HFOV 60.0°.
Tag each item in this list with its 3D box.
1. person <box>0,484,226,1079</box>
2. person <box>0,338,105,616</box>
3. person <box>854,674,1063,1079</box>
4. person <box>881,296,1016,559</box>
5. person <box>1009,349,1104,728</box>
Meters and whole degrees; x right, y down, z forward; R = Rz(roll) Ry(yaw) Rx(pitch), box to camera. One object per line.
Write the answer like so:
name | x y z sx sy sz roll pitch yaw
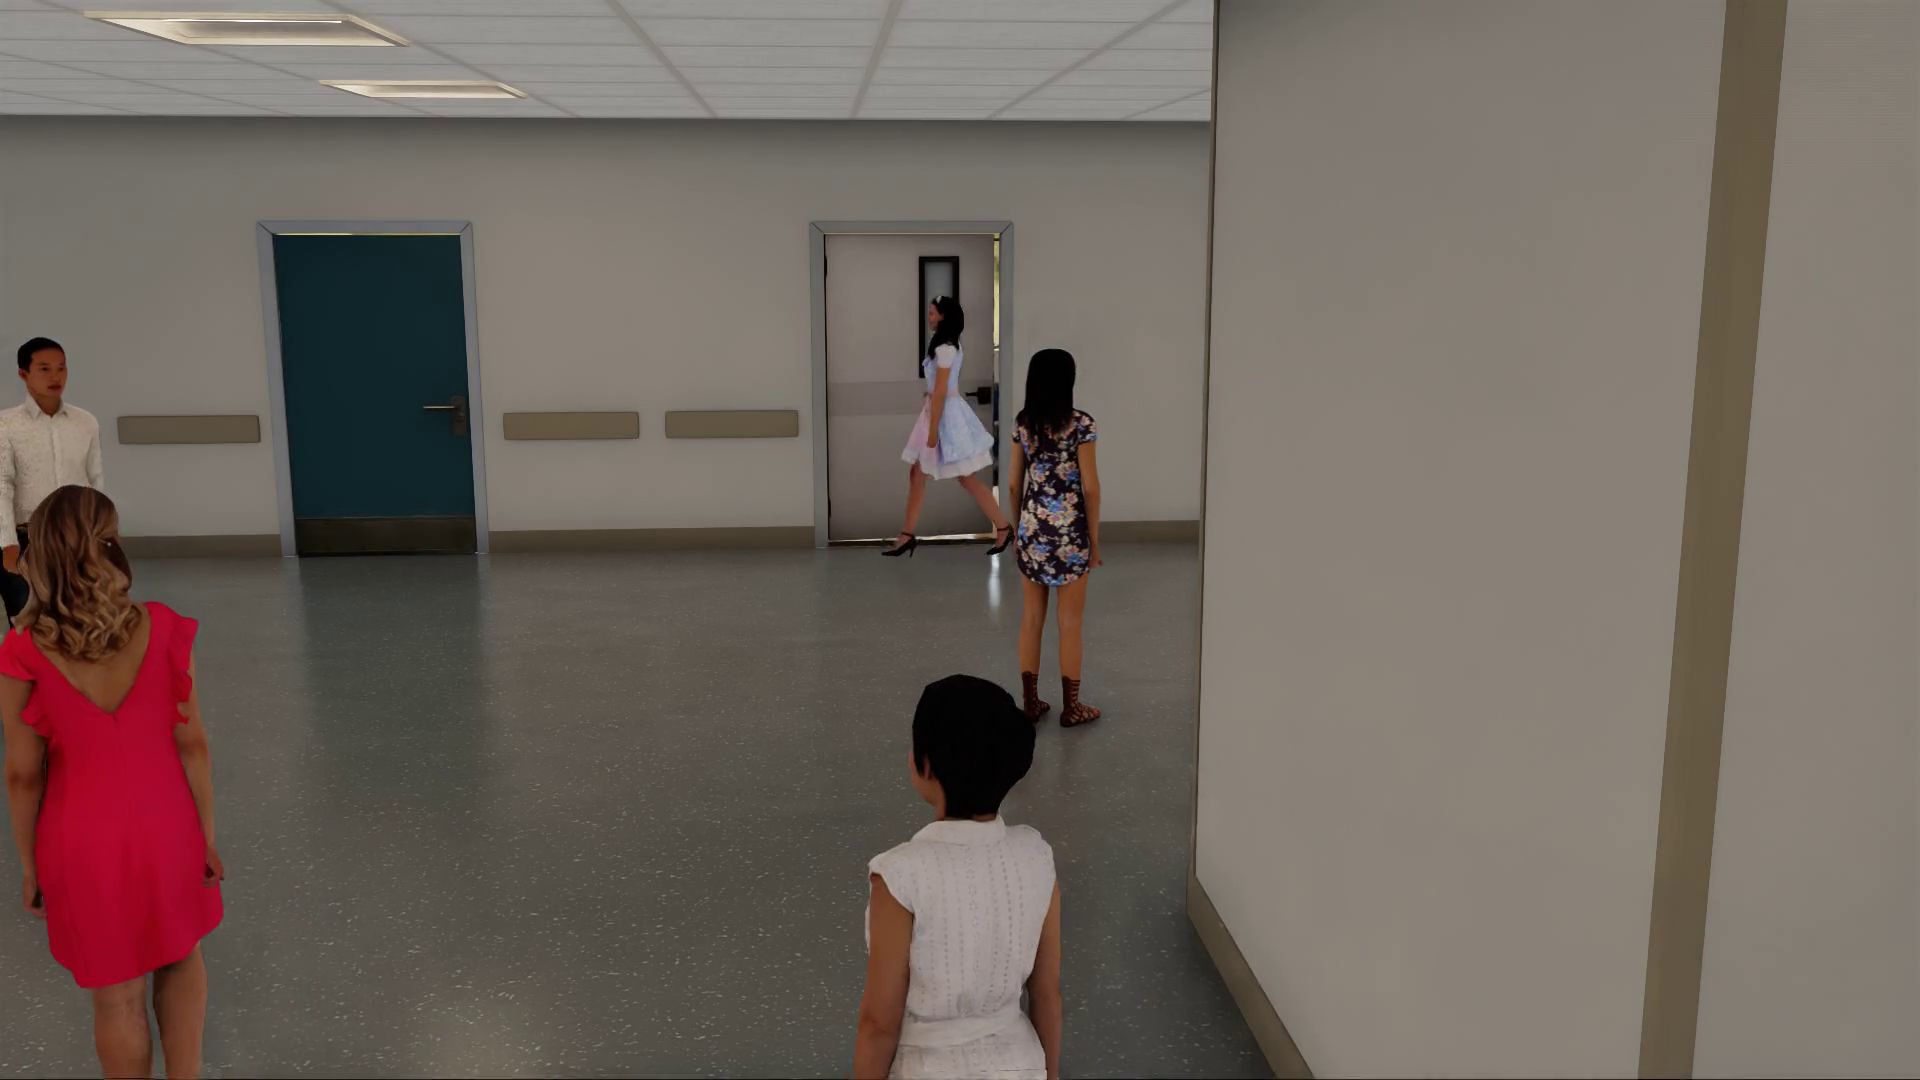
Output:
person | -1.883 0.732 3.765 0.769 1.718 0.805 -7 13 -31
person | -4.026 0.039 7.289 1.194 1.766 1.192 10 15 43
person | 0.032 1.008 2.796 0.941 1.536 0.933 -8 14 -37
person | -0.002 -0.702 11.174 1.166 1.773 0.704 0 11 2
person | 0.424 -0.010 7.636 0.638 1.733 0.730 6 12 29
